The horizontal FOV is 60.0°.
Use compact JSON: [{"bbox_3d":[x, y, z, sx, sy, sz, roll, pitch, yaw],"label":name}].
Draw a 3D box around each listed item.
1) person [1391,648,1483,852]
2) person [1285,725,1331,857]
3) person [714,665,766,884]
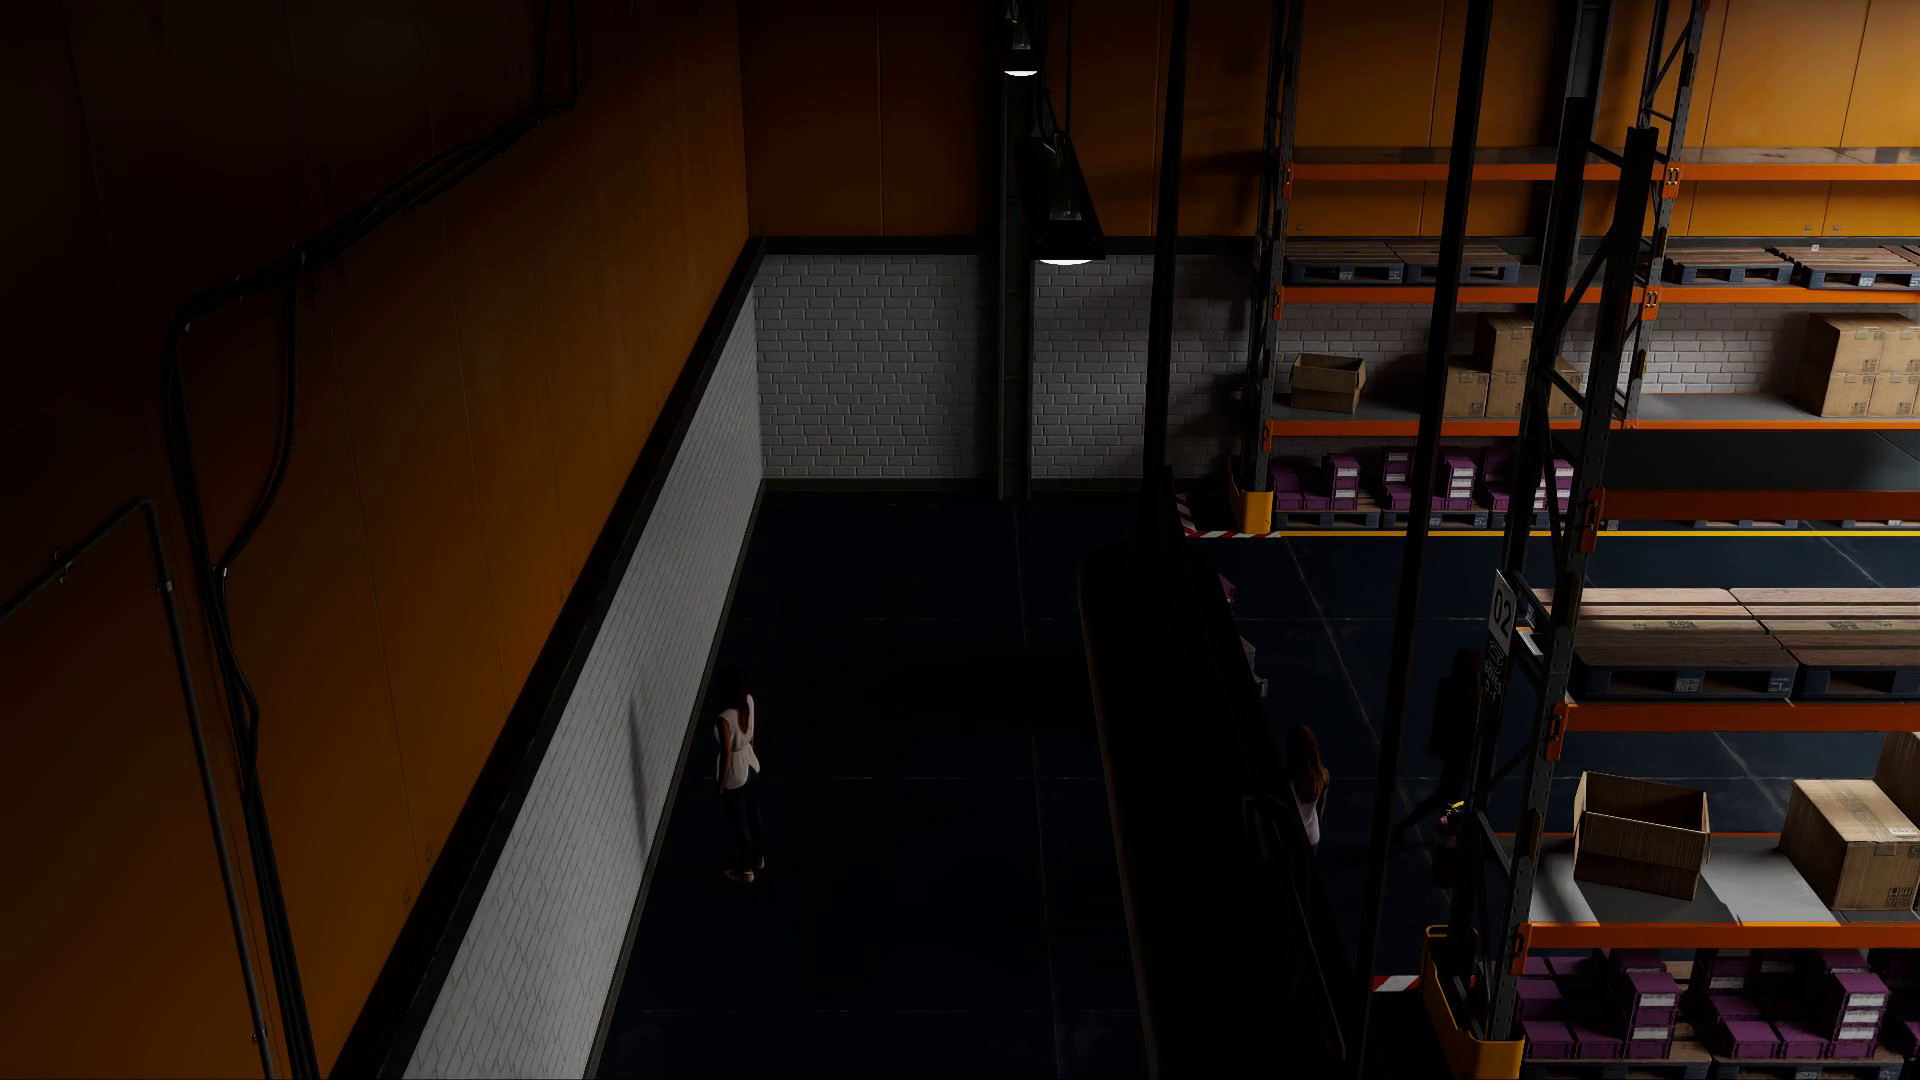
[{"bbox_3d":[3.661,1.625,12.651,1.146,1.687,0.812,-6,24,-14],"label":"person"},{"bbox_3d":[2.333,2.079,11.561,0.589,1.728,0.725,-8,25,-18],"label":"person"},{"bbox_3d":[-1.620,1.723,12.304,0.671,1.784,0.673,12,26,25],"label":"person"}]
